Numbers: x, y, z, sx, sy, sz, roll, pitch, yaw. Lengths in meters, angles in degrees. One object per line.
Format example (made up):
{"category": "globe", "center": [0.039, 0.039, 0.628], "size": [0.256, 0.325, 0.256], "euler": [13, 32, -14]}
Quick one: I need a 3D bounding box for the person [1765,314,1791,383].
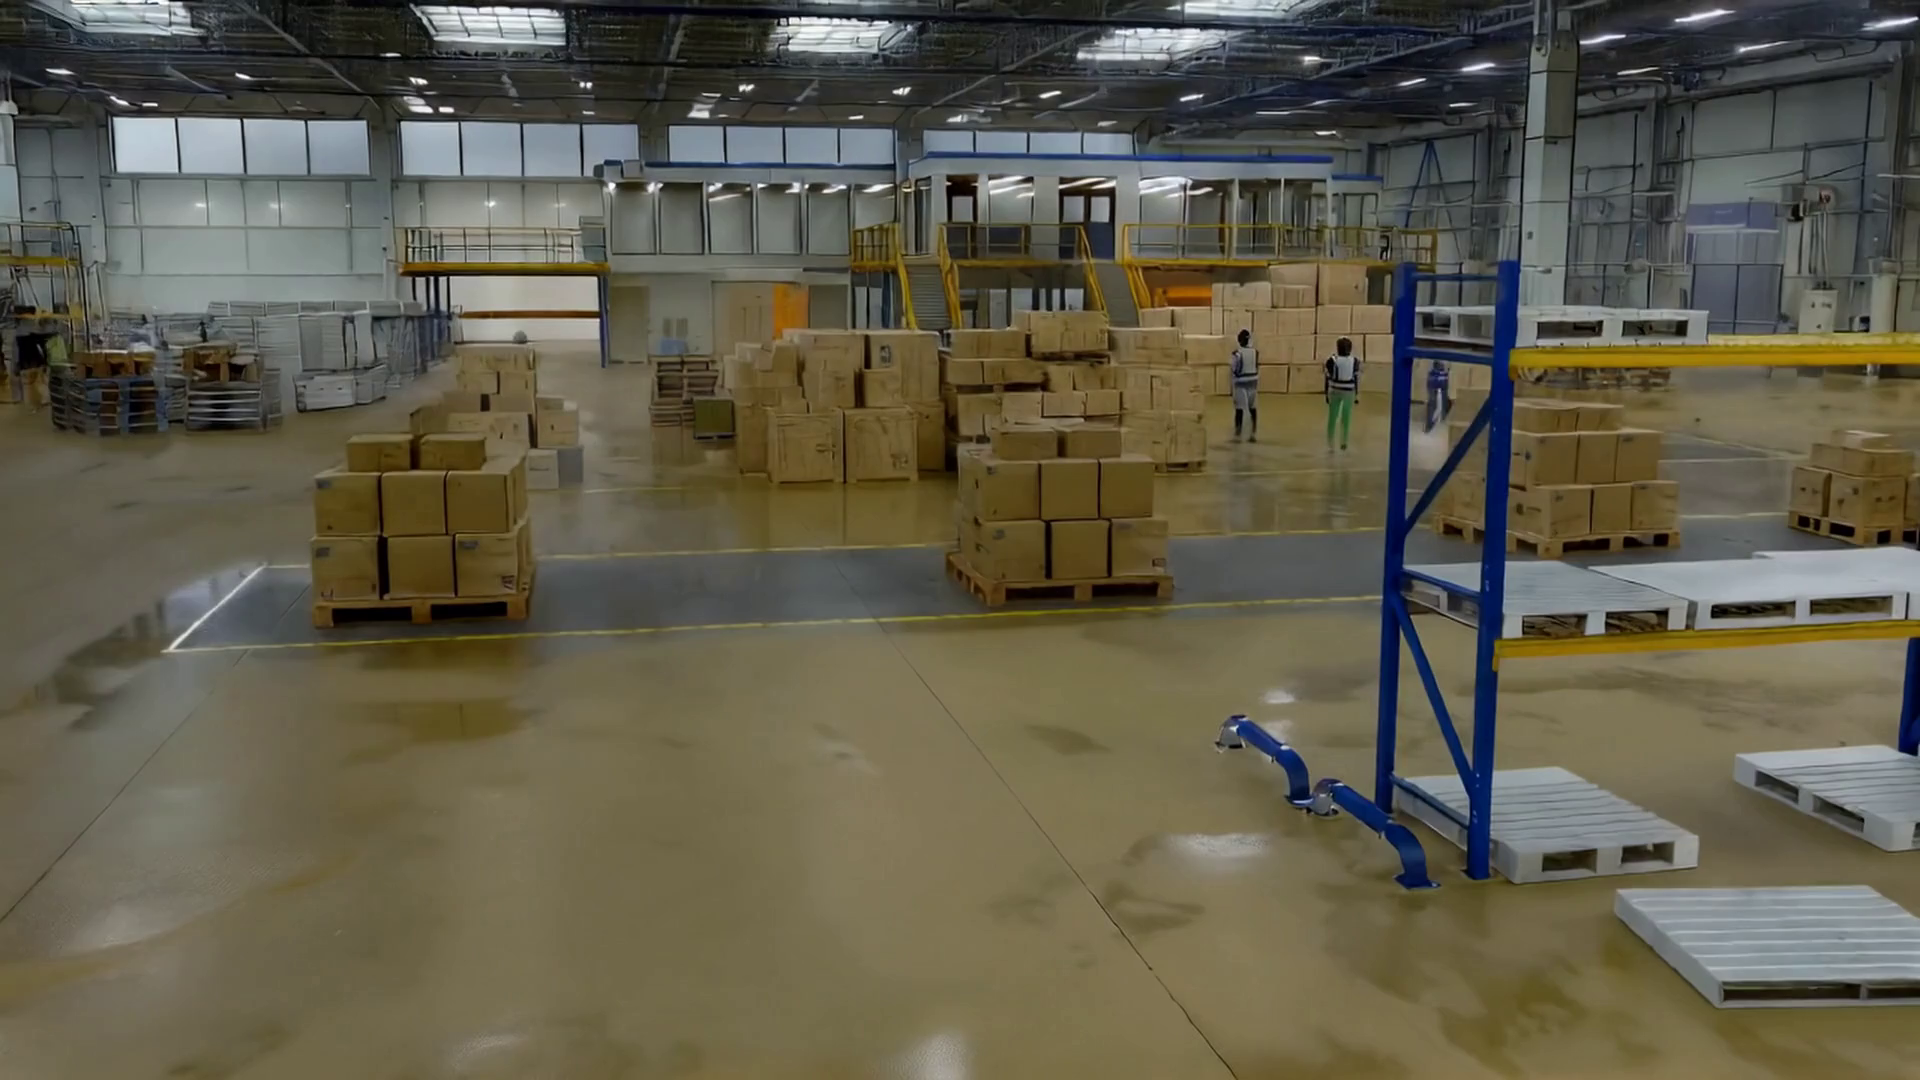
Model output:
{"category": "person", "center": [21.381, -5.004, 43.462], "size": [0.646, 1.785, 0.786], "euler": [-2, 10, -14]}

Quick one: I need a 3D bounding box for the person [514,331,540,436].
{"category": "person", "center": [-7.618, -2.739, 29.328], "size": [0.542, 1.902, 0.925], "euler": [1, 9, 8]}

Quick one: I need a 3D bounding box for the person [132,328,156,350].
{"category": "person", "center": [-17.395, -3.657, 35.483], "size": [0.490, 1.711, 0.855], "euler": [-2, 9, -10]}

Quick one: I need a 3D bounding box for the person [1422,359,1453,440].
{"category": "person", "center": [8.358, -2.654, 28.888], "size": [0.614, 1.860, 0.645], "euler": [5, 11, 30]}

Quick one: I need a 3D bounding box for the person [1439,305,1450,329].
{"category": "person", "center": [14.955, -6.289, 51.104], "size": [0.507, 1.847, 0.343], "euler": [4, 10, 24]}

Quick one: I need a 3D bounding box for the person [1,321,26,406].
{"category": "person", "center": [-20.553, -3.819, 36.086], "size": [0.590, 1.833, 0.404], "euler": [5, 11, 30]}

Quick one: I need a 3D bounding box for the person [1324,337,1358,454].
{"category": "person", "center": [6.141, -2.319, 26.785], "size": [0.584, 1.883, 0.346], "euler": [-3, 10, -15]}

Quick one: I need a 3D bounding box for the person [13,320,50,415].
{"category": "person", "center": [-19.068, -3.553, 34.151], "size": [0.651, 1.940, 1.041], "euler": [0, 9, 1]}

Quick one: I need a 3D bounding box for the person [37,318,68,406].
{"category": "person", "center": [-19.795, -3.883, 36.239], "size": [0.553, 1.914, 0.603], "euler": [-1, 9, -7]}

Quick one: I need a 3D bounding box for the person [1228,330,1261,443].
{"category": "person", "center": [4.871, -2.629, 28.533], "size": [0.603, 1.938, 0.425], "euler": [-4, 10, -22]}
